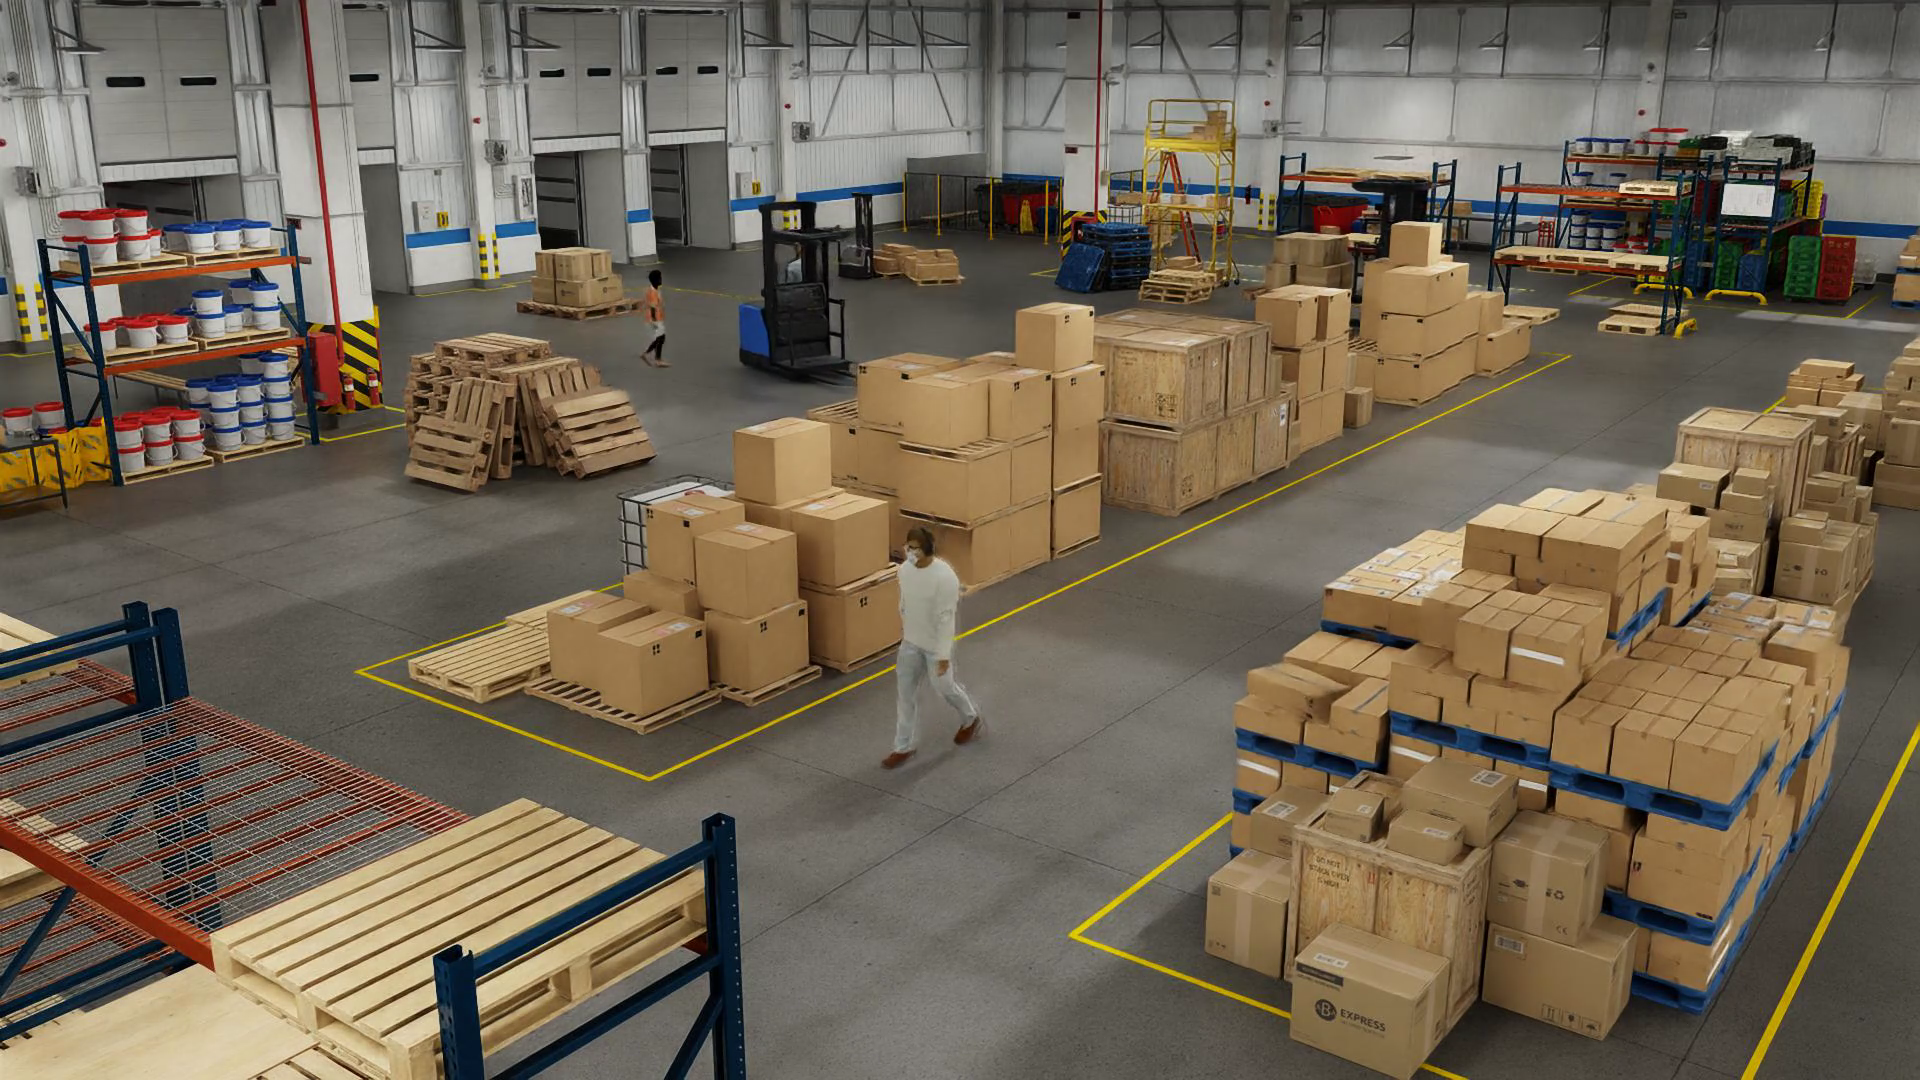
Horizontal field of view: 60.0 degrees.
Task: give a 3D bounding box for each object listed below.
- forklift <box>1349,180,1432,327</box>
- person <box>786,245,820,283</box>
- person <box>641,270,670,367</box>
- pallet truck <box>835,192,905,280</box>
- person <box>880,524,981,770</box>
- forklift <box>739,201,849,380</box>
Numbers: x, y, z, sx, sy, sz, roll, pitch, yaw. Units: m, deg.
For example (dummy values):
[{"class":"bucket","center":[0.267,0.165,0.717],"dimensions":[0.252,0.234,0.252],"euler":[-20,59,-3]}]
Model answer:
[{"class":"forklift","center":[8.599,-5.451,31.823],"dimensions":[1.873,2.768,1.129],"euler":[12,21,35]},{"class":"person","center":[-2.791,-4.301,29.650],"dimensions":[0.640,1.927,0.388],"euler":[-9,19,-27]},{"class":"person","center":[-5.158,-3.743,28.197],"dimensions":[0.406,1.684,0.544],"euler":[0,17,1]},{"class":"pallet truck","center":[-1.936,-7.159,38.982],"dimensions":[1.885,1.965,0.823],"euler":[-12,21,-34]},{"class":"person","center":[-0.214,0.782,12.862],"dimensions":[0.638,1.908,0.947],"euler":[14,22,39]},{"class":"forklift","center":[-2.849,-4.232,27.787],"dimensions":[1.129,2.768,1.873],"euler":[-12,21,-34]}]
